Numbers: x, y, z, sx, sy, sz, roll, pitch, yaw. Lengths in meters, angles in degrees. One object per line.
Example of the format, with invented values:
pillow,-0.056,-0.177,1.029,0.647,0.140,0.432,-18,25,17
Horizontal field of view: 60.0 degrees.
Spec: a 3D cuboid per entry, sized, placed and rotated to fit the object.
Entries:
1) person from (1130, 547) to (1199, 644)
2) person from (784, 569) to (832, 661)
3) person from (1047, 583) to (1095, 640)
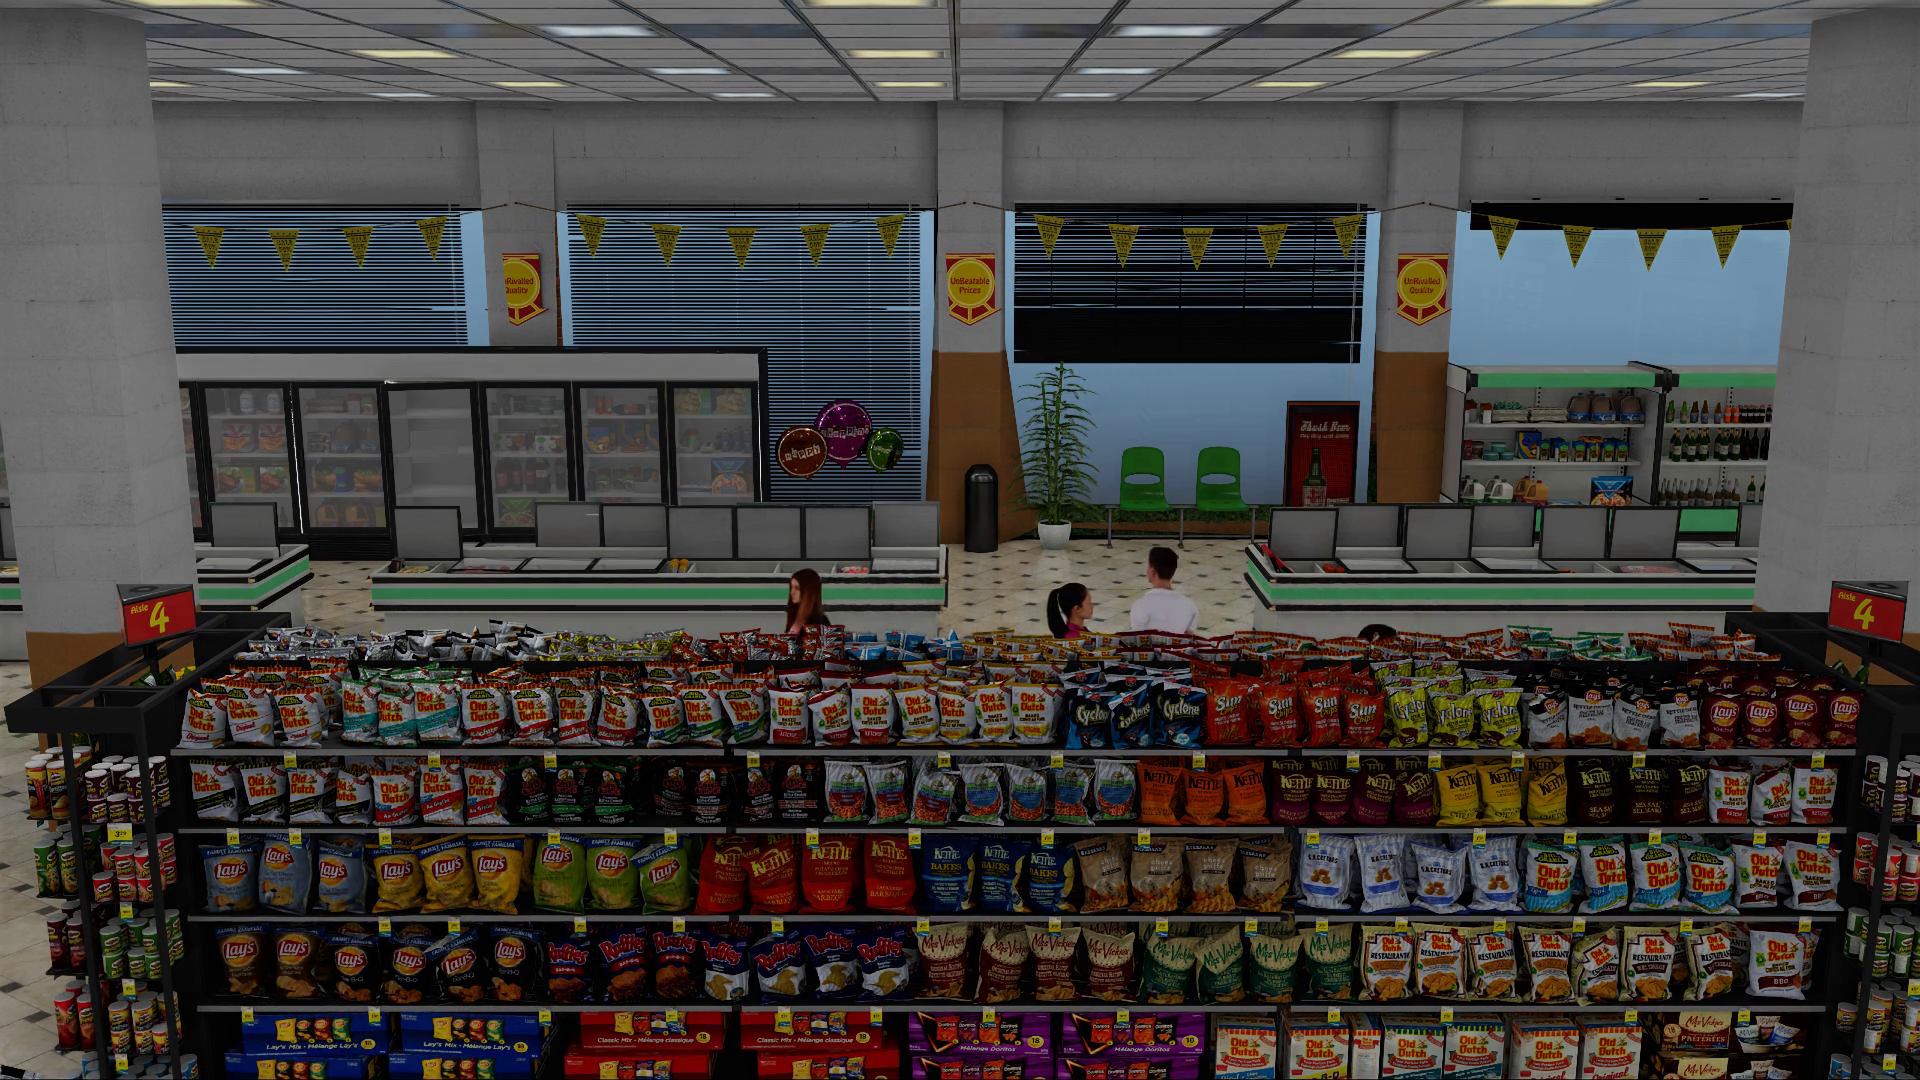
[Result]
person,1.304,0.984,10.476,1.110,1.826,1.073,-8,14,-33
person,-0.881,1.003,10.724,1.079,1.687,0.862,-5,13,-21
person,0.700,1.091,10.278,0.589,1.698,0.599,-1,12,-5
